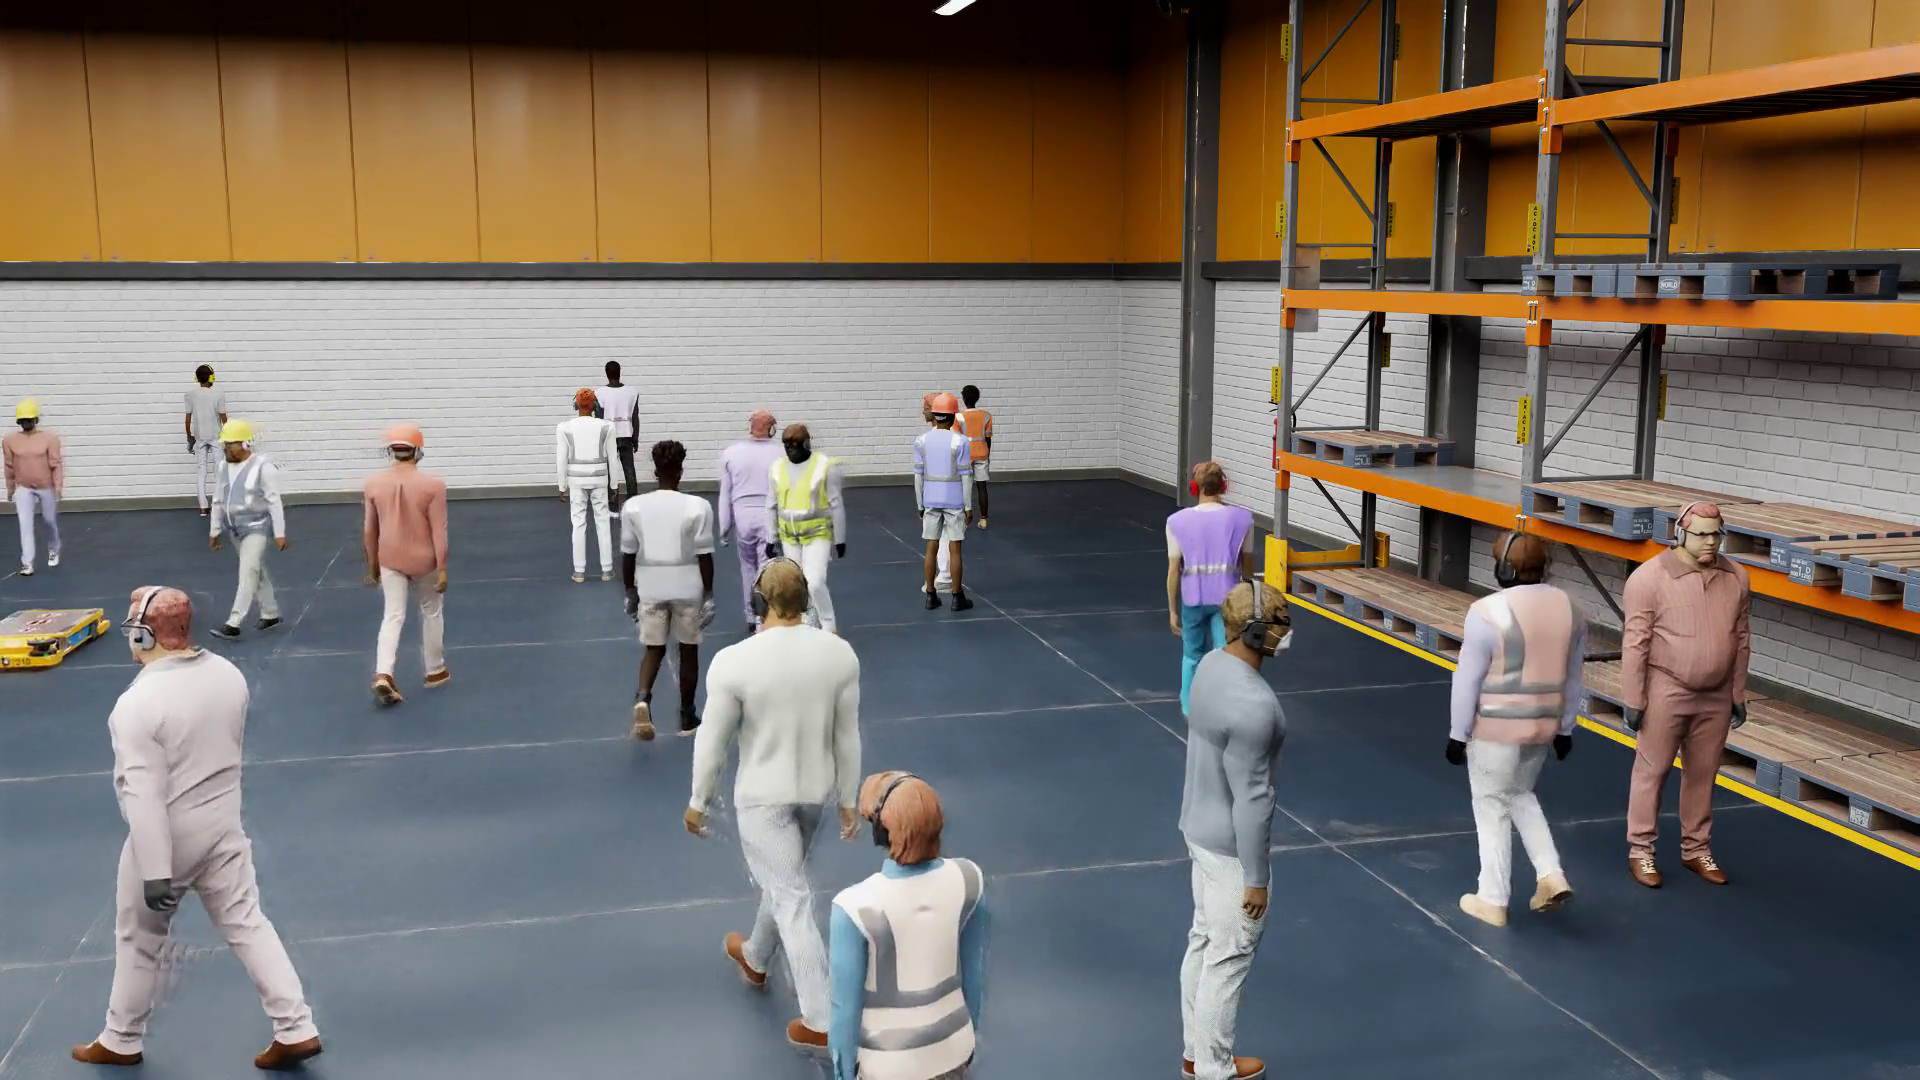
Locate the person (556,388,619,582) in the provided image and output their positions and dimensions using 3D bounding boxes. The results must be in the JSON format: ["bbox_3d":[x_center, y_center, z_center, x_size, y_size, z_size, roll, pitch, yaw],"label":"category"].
[{"bbox_3d":[-3.603,-0.532,16.129,0.584,1.882,0.337,-2,9,-14],"label":"person"}]

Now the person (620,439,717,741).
[{"bbox_3d":[-1.863,0.336,10.550,0.611,1.949,0.687,1,9,8],"label":"person"}]

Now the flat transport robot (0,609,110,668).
[{"bbox_3d":[-7.272,0.756,13.111,0.652,0.197,1.431,-2,9,-11],"label":"flat transport robot"}]

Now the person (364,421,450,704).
[{"bbox_3d":[-3.896,0.147,11.678,0.627,1.957,0.980,0,9,3],"label":"person"}]

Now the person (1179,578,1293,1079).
[{"bbox_3d":[0.972,1.086,5.908,0.373,1.932,0.623,-1,9,-6],"label":"person"}]

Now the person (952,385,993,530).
[{"bbox_3d":[0.132,-0.956,19.355,0.532,1.698,0.319,-4,10,-23],"label":"person"}]

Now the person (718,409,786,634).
[{"bbox_3d":[-1.608,-0.142,13.698,0.678,1.876,0.827,1,9,6],"label":"person"}]

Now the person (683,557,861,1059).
[{"bbox_3d":[-0.728,1.005,6.547,0.645,1.886,1.021,-7,11,-37],"label":"person"}]

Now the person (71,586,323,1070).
[{"bbox_3d":[-2.853,1.084,6.169,1.014,1.866,0.650,3,9,17],"label":"person"}]

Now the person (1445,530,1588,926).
[{"bbox_3d":[2.524,0.864,7.611,0.632,1.829,0.433,-4,10,-25],"label":"person"}]

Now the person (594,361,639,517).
[{"bbox_3d":[-4.212,-1.236,20.425,0.590,1.917,0.395,-6,11,-35],"label":"person"}]

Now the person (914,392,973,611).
[{"bbox_3d":[-0.133,-0.335,14.730,0.543,1.939,0.360,3,10,21],"label":"person"}]

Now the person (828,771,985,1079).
[{"bbox_3d":[-0.111,1.444,4.575,0.513,1.630,0.442,-6,11,-34],"label":"person"}]

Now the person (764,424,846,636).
[{"bbox_3d":[-1.221,-0.007,13.064,0.647,1.820,0.456,4,10,25],"label":"person"}]

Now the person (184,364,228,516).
[{"bbox_3d":[-9.277,-1.230,20.544,0.538,1.866,0.312,-1,9,-6],"label":"person"}]

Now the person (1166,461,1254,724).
[{"bbox_3d":[1.593,0.390,10.647,0.568,1.797,0.974,1,9,5],"label":"person"}]

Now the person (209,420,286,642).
[{"bbox_3d":[-5.899,-0.074,13.555,0.630,1.789,0.894,4,10,25],"label":"person"}]

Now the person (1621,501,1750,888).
[{"bbox_3d":[3.535,0.750,8.087,0.640,1.901,0.403,-2,9,-10],"label":"person"}]

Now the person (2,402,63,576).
[{"bbox_3d":[-9.267,-0.534,16.661,0.533,1.718,0.896,-4,10,-21],"label":"person"}]

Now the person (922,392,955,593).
[{"bbox_3d":[-0.190,-0.443,15.574,0.337,1.882,0.585,1,9,8],"label":"person"}]
